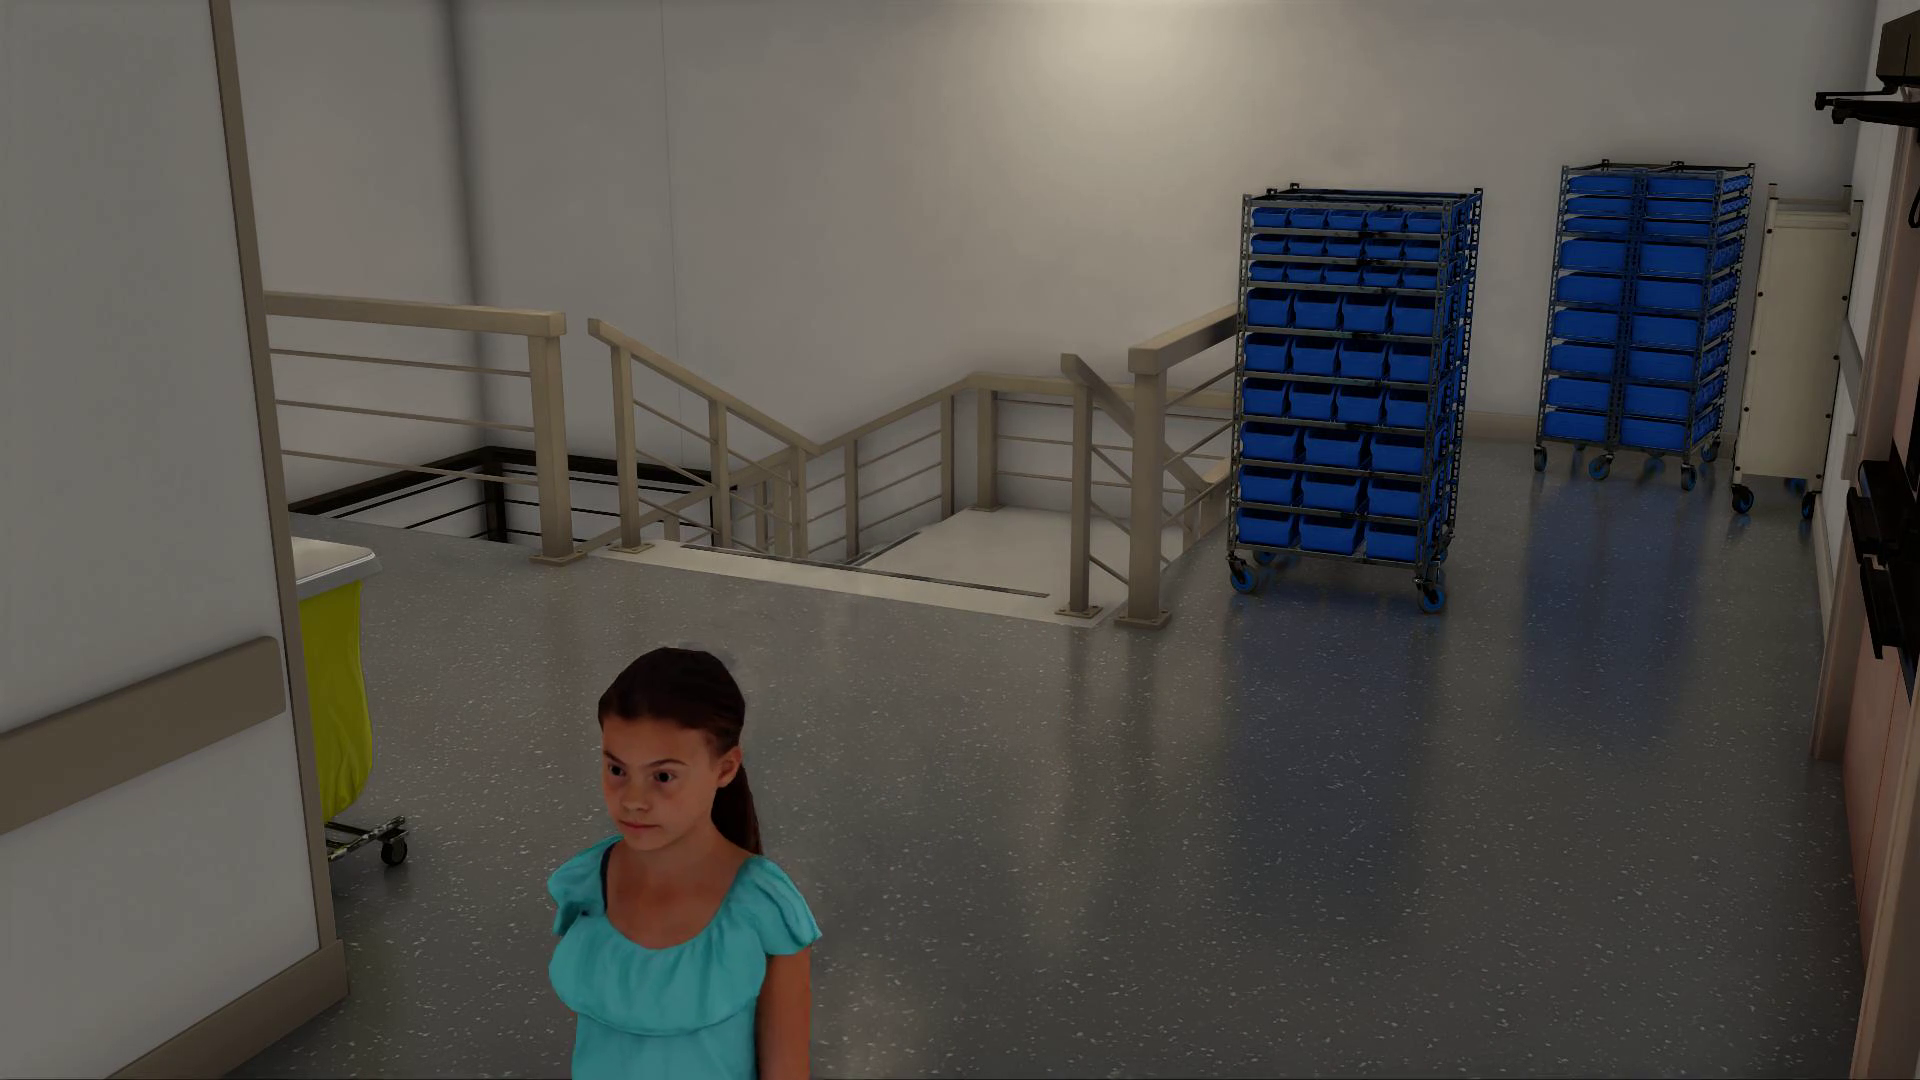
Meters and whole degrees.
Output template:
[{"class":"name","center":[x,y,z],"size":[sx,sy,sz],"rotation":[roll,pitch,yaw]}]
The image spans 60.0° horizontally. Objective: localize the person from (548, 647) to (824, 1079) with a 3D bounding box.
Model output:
[{"class":"person","center":[-0.332,0.877,2.349],"size":[0.672,1.520,1.102],"rotation":[4,16,15]}]
